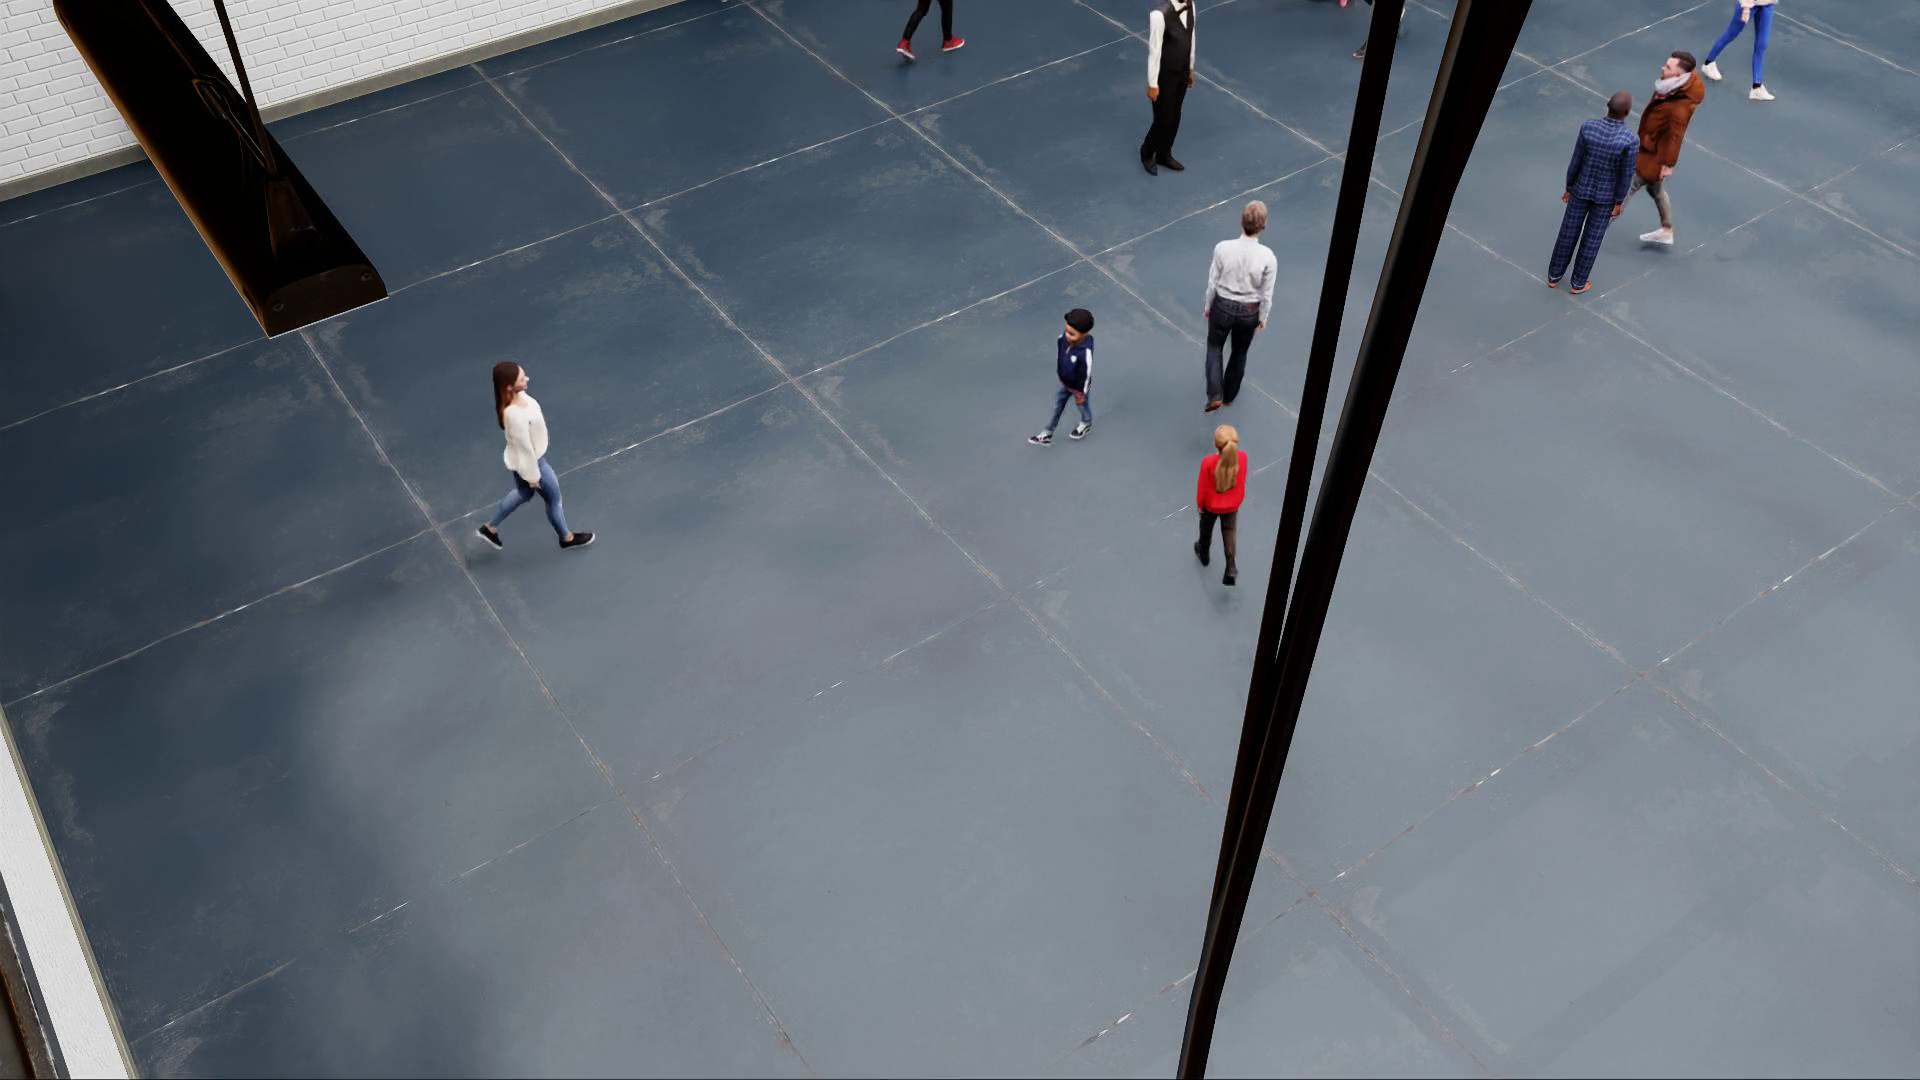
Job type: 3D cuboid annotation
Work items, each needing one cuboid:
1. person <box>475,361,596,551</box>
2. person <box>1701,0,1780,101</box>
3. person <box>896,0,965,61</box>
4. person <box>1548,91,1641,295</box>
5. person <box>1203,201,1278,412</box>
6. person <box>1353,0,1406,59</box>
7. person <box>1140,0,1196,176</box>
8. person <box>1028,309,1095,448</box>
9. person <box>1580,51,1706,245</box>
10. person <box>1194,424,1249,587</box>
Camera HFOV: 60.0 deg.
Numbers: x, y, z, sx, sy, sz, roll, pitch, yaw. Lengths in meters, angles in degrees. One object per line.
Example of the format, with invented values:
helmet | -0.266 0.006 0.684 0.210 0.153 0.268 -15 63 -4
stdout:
person | -3.005 -0.527 11.308 1.063 1.675 0.744 -16 46 -16
person | 7.659 -5.203 16.189 1.127 1.714 0.876 -17 46 -17
person | -0.342 -5.586 16.637 1.070 1.650 0.647 -30 51 -28
person | 5.197 -2.851 13.640 0.751 1.825 0.735 25 49 24
person | 2.046 -1.678 12.421 0.955 1.807 1.035 10 45 11
person | 4.342 -5.754 16.771 0.966 1.709 0.641 -23 48 -22
person | 1.892 -4.255 15.047 0.607 1.916 0.786 -32 52 -29
person | 0.894 -1.219 12.382 0.803 1.195 0.568 -29 51 -27
person | 5.976 -3.242 14.078 1.197 1.787 1.185 11 45 12
person | 1.790 -0.228 11.289 0.805 1.268 0.780 -4 44 -4
